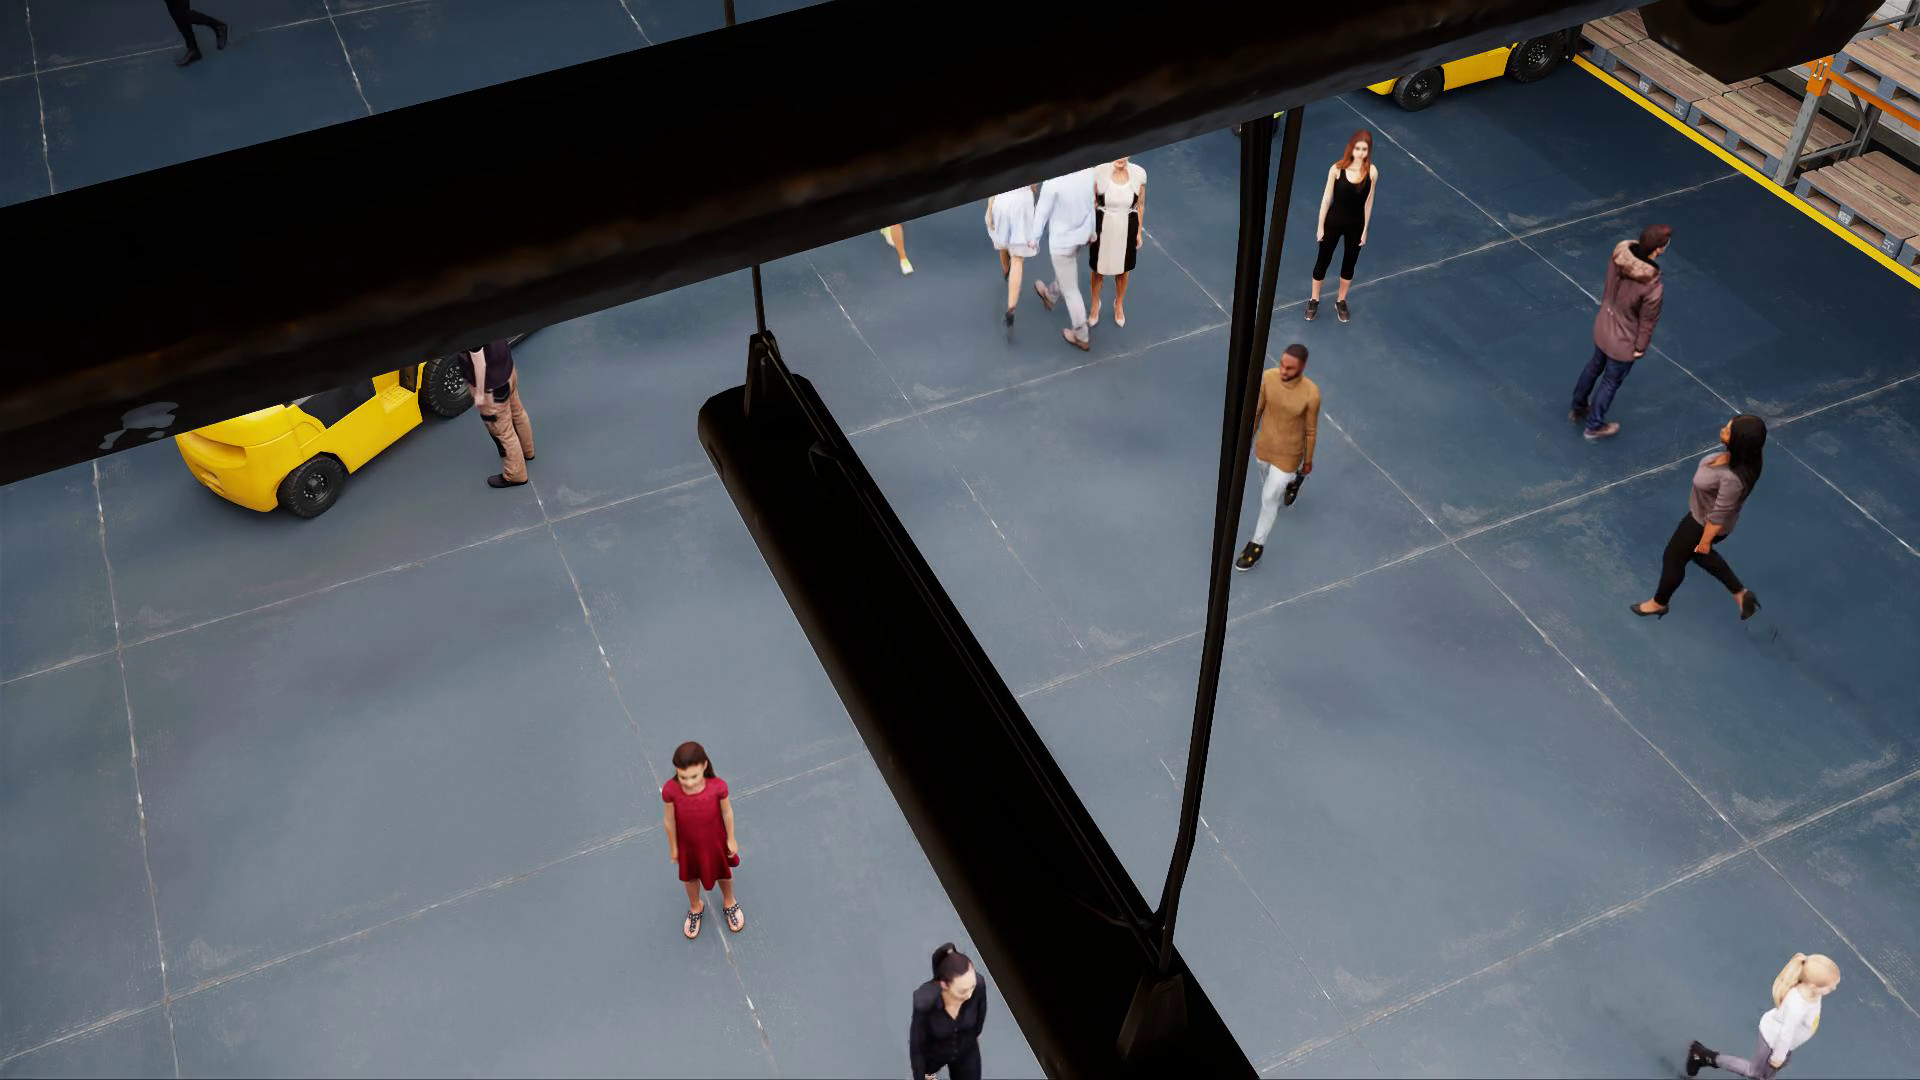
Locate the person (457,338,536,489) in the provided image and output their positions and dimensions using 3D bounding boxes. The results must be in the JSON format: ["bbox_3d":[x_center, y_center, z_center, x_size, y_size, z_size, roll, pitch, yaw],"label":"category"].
[{"bbox_3d":[-3.401,-1.201,12.133,0.829,1.842,0.699,2,44,2],"label":"person"}]

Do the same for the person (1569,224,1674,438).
[{"bbox_3d":[4.976,-1.579,12.528,0.850,1.845,0.666,-11,45,-11],"label":"person"}]

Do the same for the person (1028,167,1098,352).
[{"bbox_3d":[0.928,-2.347,13.331,0.832,1.850,1.189,-26,50,-25],"label":"person"}]

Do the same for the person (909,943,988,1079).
[{"bbox_3d":[-0.106,2.517,8.371,0.702,1.648,1.123,-11,45,-11],"label":"person"}]

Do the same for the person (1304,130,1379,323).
[{"bbox_3d":[3.160,-2.588,13.674,0.641,1.726,0.661,5,44,5],"label":"person"}]

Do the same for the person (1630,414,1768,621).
[{"bbox_3d":[5.038,-0.083,10.976,1.113,1.819,0.959,24,49,23],"label":"person"}]

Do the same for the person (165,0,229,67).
[{"bbox_3d":[-7.951,-5.781,16.935,0.942,1.850,0.959,26,49,24],"label":"person"}]

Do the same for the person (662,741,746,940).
[{"bbox_3d":[-1.450,1.658,9.342,0.614,1.553,0.673,-7,44,-7],"label":"person"}]

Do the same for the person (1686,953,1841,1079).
[{"bbox_3d":[4.192,2.537,8.629,0.860,1.264,0.687,30,51,27],"label":"person"}]

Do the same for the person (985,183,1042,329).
[{"bbox_3d":[0.447,-2.576,13.630,1.085,1.768,1.302,5,44,5],"label":"person"}]

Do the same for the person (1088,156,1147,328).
[{"bbox_3d":[1.263,-2.528,13.589,0.708,1.756,0.695,2,44,2],"label":"person"}]

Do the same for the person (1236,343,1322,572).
[{"bbox_3d":[2.283,-0.680,11.629,1.222,1.783,1.071,30,51,27],"label":"person"}]
